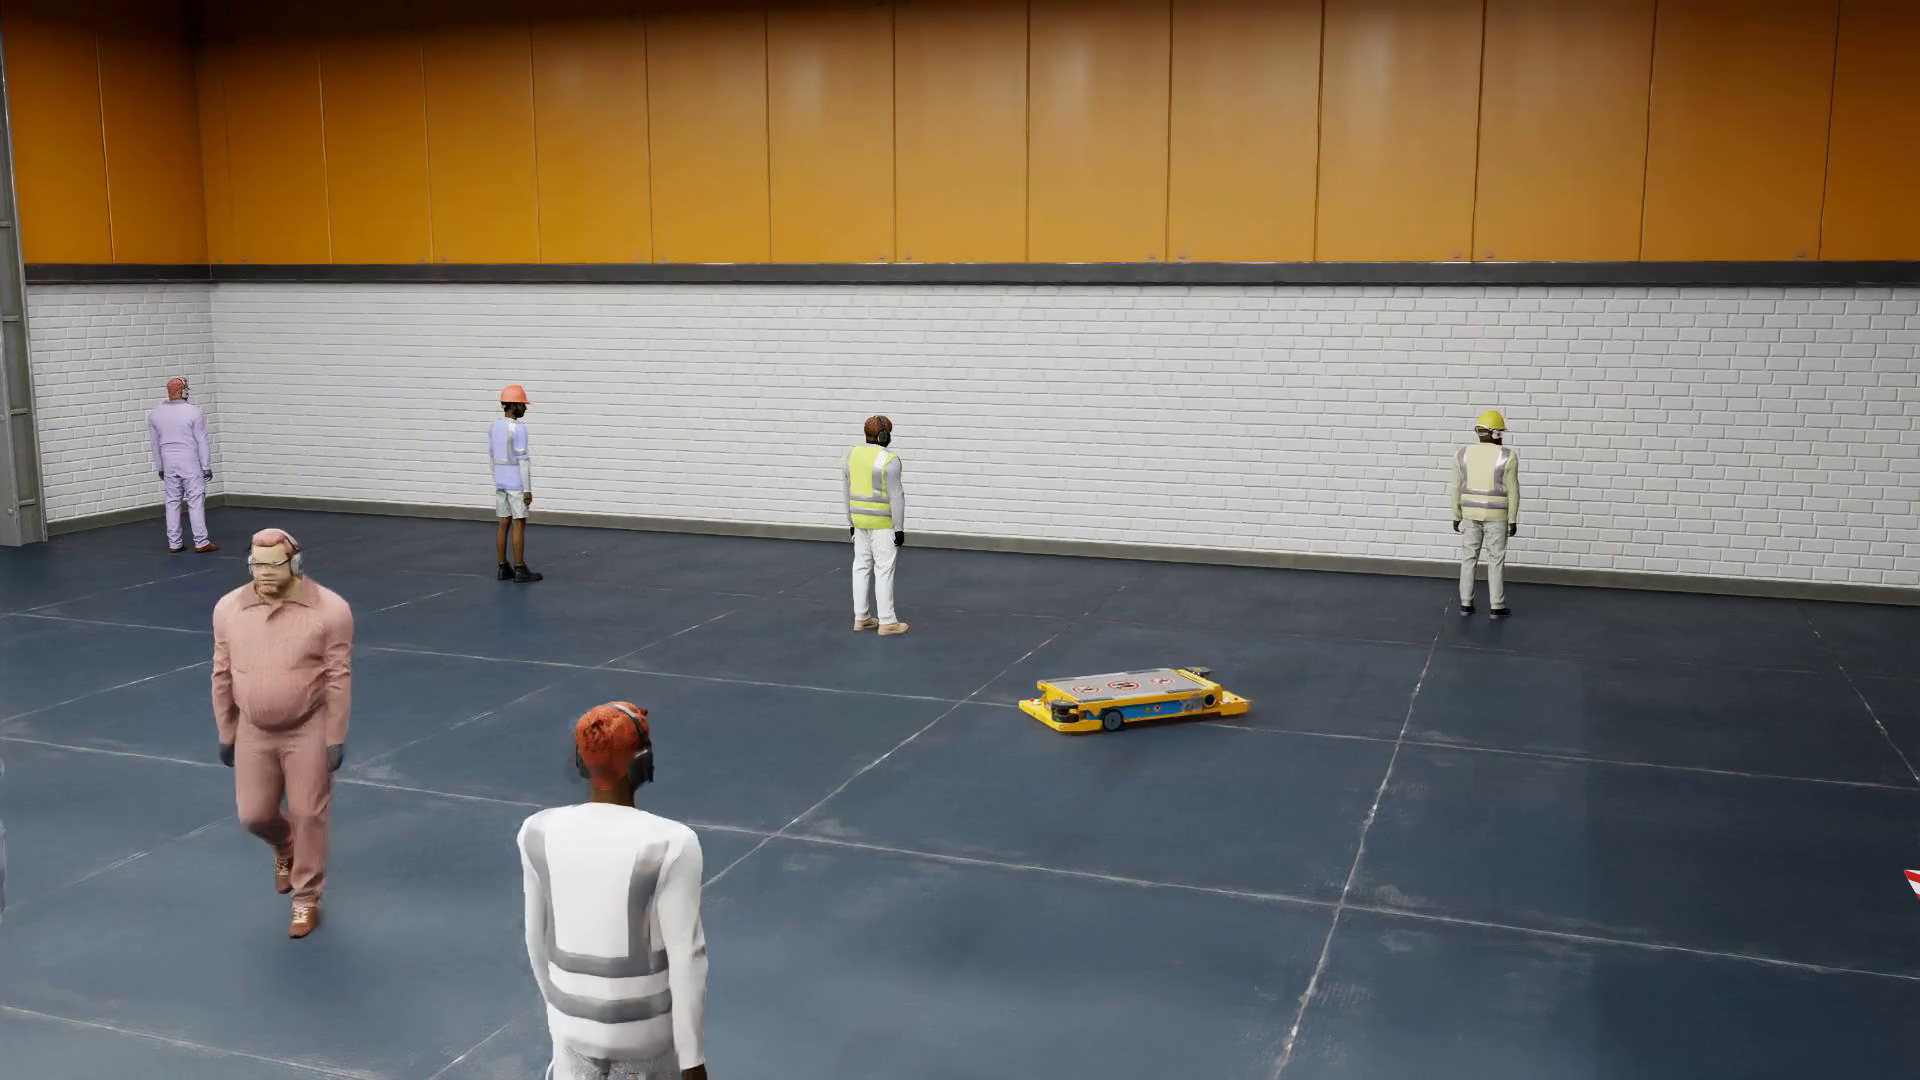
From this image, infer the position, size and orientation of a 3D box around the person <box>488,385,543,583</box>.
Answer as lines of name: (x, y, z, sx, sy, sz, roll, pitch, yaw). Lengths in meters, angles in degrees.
person: (-4.369, -0.550, 16.308, 0.548, 1.934, 0.376, 8, 12, 40)

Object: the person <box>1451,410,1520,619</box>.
person: (4.622, -0.223, 14.618, 0.590, 1.827, 0.404, 7, 11, 37)

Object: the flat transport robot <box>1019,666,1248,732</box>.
flat transport robot: (1.184, 1.076, 11.366, 1.431, 0.197, 0.652, -4, 10, -22)

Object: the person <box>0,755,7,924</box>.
person: (-3.427, 1.232, 5.400, 0.642, 1.901, 1.002, -3, 10, -19)

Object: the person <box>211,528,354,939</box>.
person: (-3.113, 0.860, 7.726, 0.645, 1.888, 0.562, -1, 9, -4)

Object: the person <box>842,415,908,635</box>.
person: (-0.694, -0.131, 13.996, 0.631, 1.842, 0.428, 8, 12, 41)

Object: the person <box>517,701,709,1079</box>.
person: (-0.960, 1.361, 4.783, 0.615, 1.825, 0.999, 3, 10, 16)

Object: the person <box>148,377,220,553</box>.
person: (-8.373, -0.803, 17.965, 0.637, 1.911, 0.406, 1, 9, 7)
